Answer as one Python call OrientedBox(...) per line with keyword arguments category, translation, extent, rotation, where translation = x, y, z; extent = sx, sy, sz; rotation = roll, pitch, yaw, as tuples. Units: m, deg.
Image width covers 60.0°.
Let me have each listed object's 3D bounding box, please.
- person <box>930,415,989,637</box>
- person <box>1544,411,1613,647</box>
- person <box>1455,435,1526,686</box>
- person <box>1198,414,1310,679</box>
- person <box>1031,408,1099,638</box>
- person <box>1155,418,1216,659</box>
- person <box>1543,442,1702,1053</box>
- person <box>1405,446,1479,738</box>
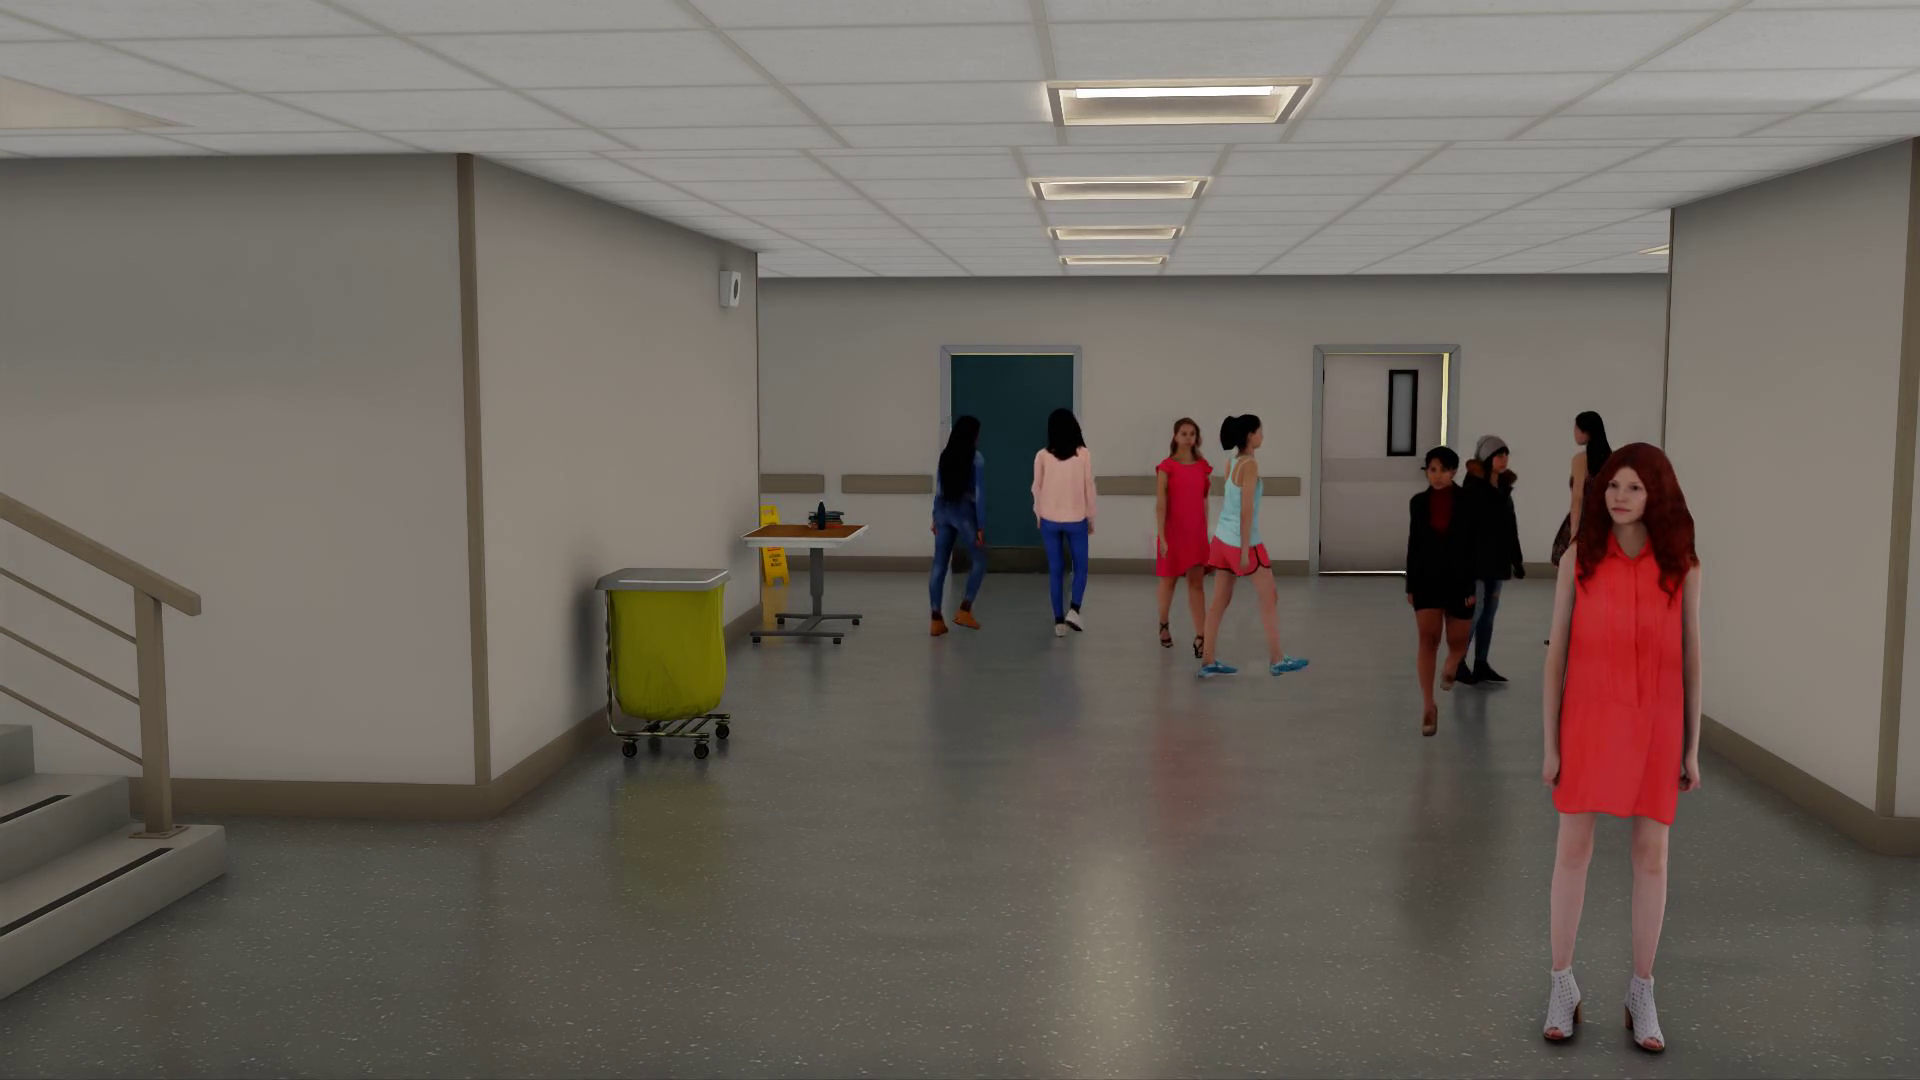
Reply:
OrientedBox(category="person", translation=(-0.044, -0.096, 12.764), extent=(0.808, 1.692, 0.920), rotation=(3, 6, 26))
OrientedBox(category="person", translation=(4.424, 0.010, 11.468), extent=(0.996, 1.740, 0.963), rotation=(-2, 6, -21))
OrientedBox(category="person", translation=(3.406, 0.128, 10.838), extent=(0.758, 1.631, 0.848), rotation=(-4, 7, -38))
OrientedBox(category="person", translation=(1.752, 0.065, 10.926), extent=(1.065, 1.738, 0.853), rotation=(-2, 6, -18))
OrientedBox(category="person", translation=(0.770, -0.117, 12.634), extent=(0.726, 1.758, 0.751), rotation=(1, 6, 14))
OrientedBox(category="person", translation=(1.553, 0.002, 11.878), extent=(1.058, 1.673, 0.828), rotation=(-1, 6, -9))
OrientedBox(category="person", translation=(1.992, 0.616, 5.014), extent=(0.522, 1.825, 0.699), rotation=(2, 6, 16))
OrientedBox(category="person", translation=(2.708, 0.296, 9.307), extent=(0.905, 1.604, 0.749), rotation=(2, 6, 20))
